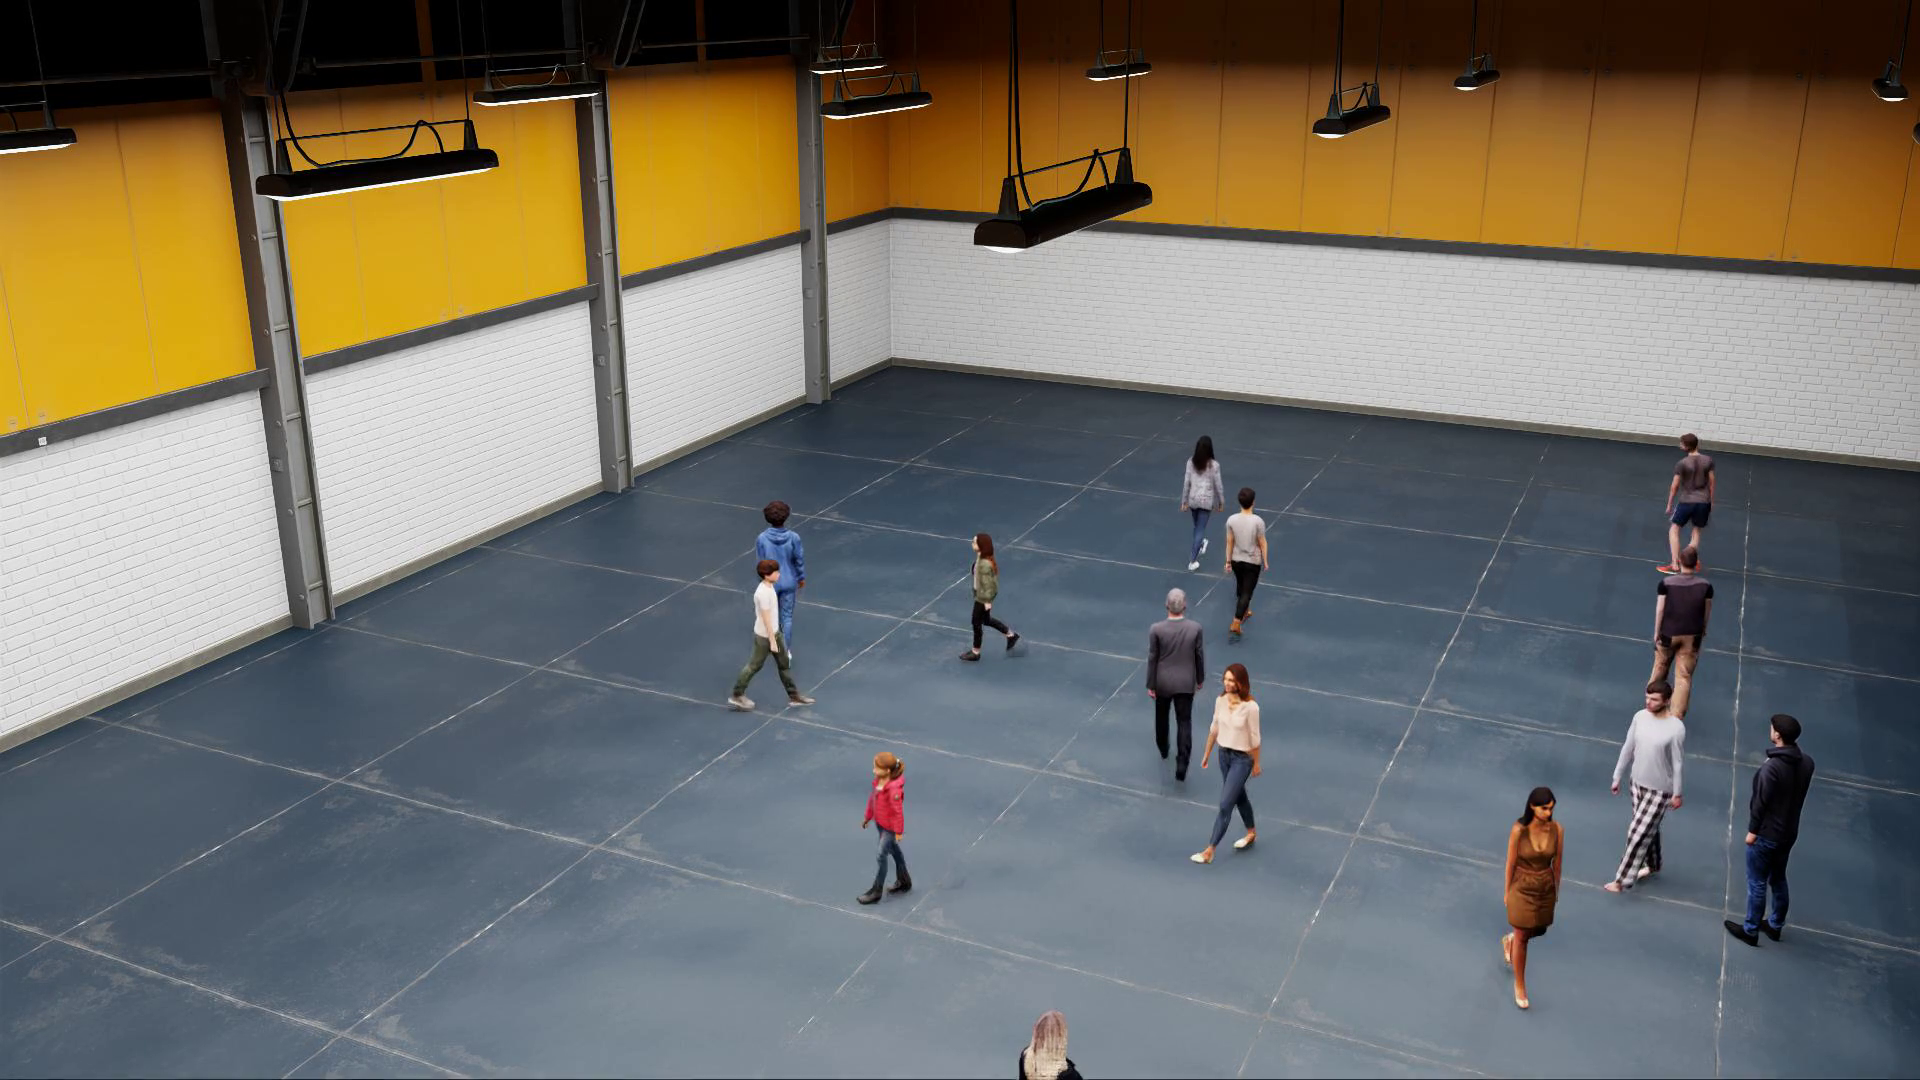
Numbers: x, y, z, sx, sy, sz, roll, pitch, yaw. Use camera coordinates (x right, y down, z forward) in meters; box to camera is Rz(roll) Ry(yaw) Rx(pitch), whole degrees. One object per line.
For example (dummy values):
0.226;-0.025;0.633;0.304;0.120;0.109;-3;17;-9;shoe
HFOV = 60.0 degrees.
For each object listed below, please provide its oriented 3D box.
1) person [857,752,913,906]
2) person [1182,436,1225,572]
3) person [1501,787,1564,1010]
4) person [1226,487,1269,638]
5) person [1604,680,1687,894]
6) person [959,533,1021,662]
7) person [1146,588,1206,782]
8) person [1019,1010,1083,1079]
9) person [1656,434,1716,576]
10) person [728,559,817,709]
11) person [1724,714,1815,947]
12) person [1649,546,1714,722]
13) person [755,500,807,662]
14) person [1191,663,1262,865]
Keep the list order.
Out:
-0.524;2.311;13.561;0.845;1.296;0.764;-8;20;-22;person
3.026;-0.439;21.106;0.693;1.693;1.100;10;21;27;person
4.179;2.559;12.232;0.828;1.674;0.977;-2;19;-5;person
3.239;0.276;18.989;0.723;1.689;1.145;12;22;32;person
5.742;1.998;13.675;1.175;1.817;1.045;-10;21;-28;person
0.338;0.632;18.296;0.945;1.457;0.963;-2;19;-7;person
2.024;1.370;15.567;1.012;1.800;1.311;1;19;4;person
0.473;3.480;9.495;0.788;1.675;0.949;17;25;41;person
9.240;-0.442;20.899;0.844;1.830;0.766;6;20;17;person
-2.052;0.994;16.981;0.935;1.610;1.148;1;19;4;person
6.290;2.241;12.842;0.727;1.888;0.815;-9;21;-26;person
7.237;0.997;16.688;0.723;1.791;1.162;7;20;20;person
-1.975;0.495;18.217;1.003;1.767;1.260;0;19;1;person
2.406;1.869;14.165;1.163;1.749;0.920;-14;23;-37;person
